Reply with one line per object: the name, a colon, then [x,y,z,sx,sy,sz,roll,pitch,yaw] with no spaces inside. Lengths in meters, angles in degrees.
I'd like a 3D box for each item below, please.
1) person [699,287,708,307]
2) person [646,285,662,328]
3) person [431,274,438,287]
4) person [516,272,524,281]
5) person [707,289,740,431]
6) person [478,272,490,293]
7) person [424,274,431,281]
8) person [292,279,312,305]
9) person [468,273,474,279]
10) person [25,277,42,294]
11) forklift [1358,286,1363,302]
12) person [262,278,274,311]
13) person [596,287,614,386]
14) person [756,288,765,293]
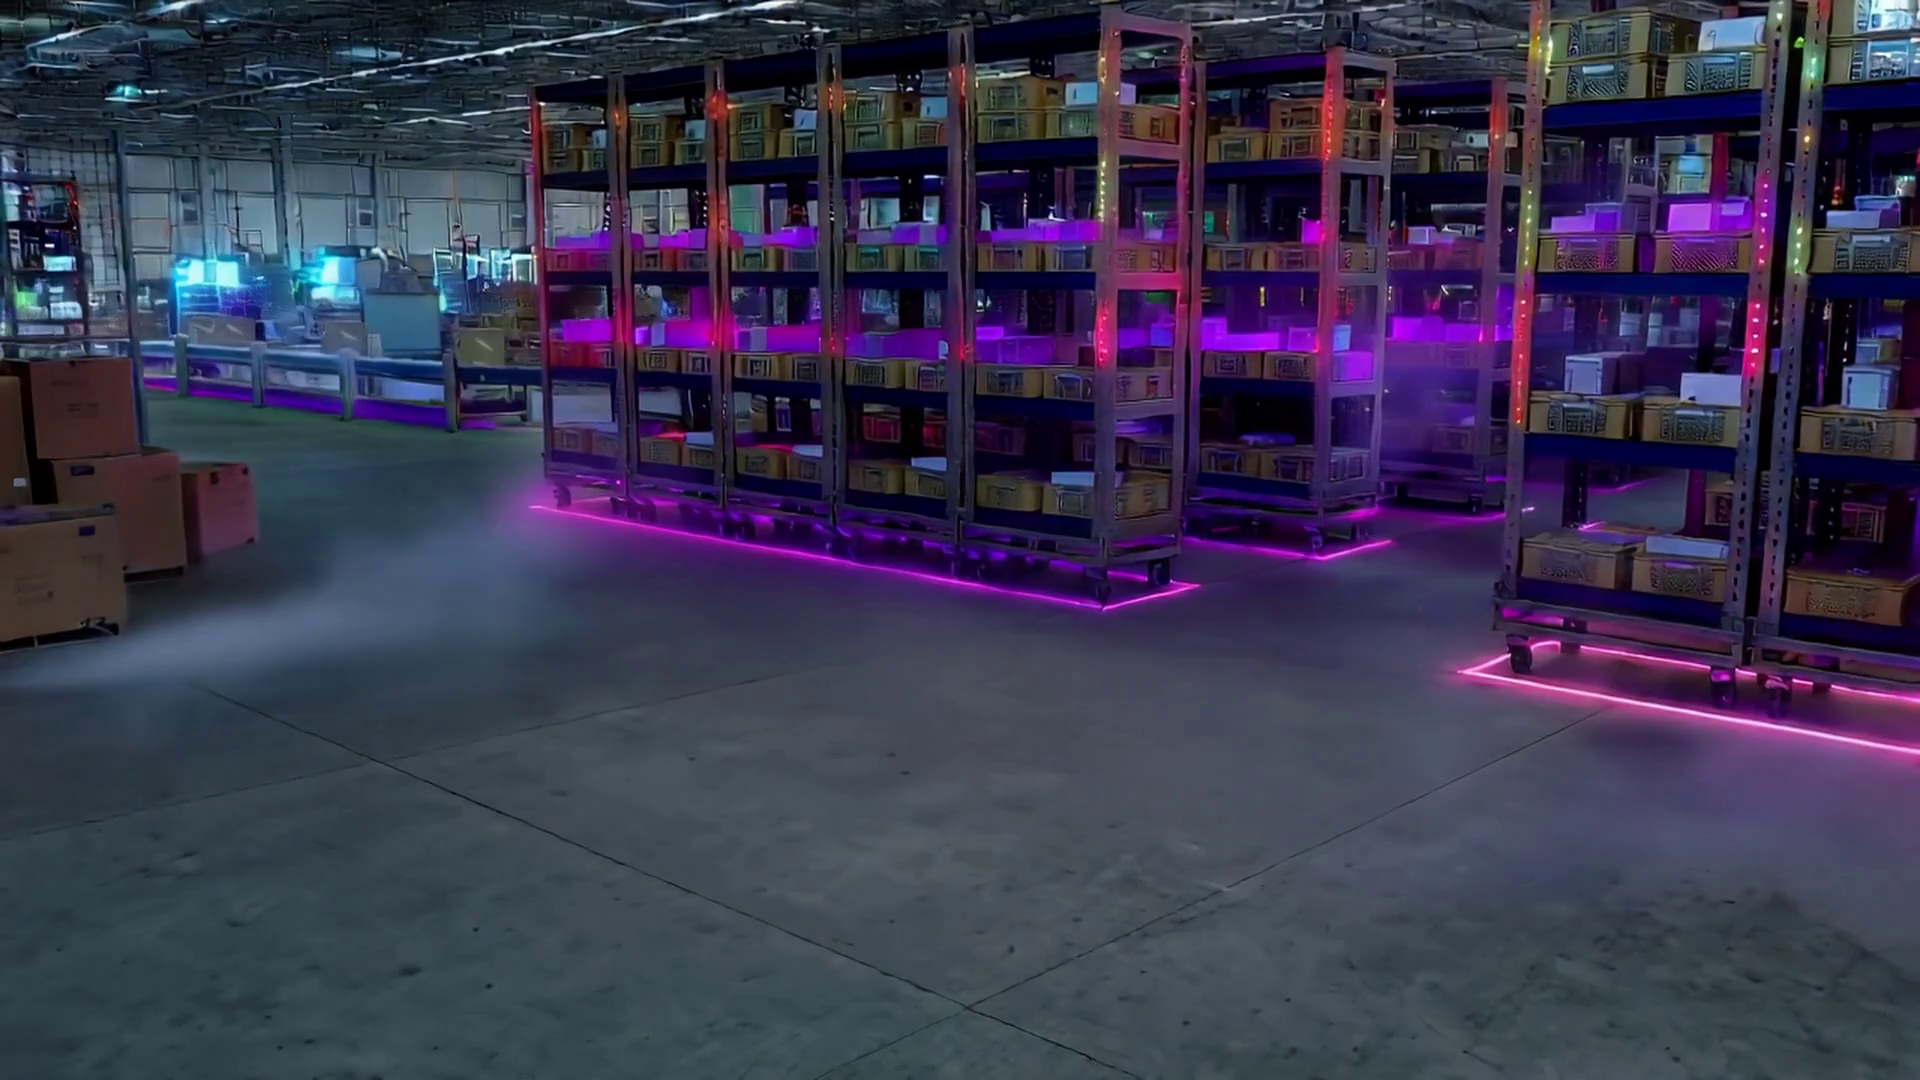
person: [-7.809,-6.946,50.235,0.538,1.663,0.798,-9,13,-43]
person: [-9.823,-7.481,53.104,0.791,1.798,0.622,9,13,43]
person: [-23.522,-11.027,74.700,0.702,1.856,0.523,-3,10,-18]
person: [-25.220,-14.375,95.066,0.554,1.912,0.813,3,10,16]
person: [-2.623,-1.899,18.562,0.411,1.910,0.643,-7,11,-36]
person: [-23.890,-12.465,83.379,0.727,1.891,0.479,-3,10,-20]
person: [-26.983,-12.597,84.425,0.453,1.829,0.628,-4,10,-23]
person: [-24.576,-9.072,62.136,0.690,2.000,0.538,-4,10,-25]
person: [-22.489,-11.374,76.733,0.372,1.901,0.766,6,11,32]
person: [-24.520,-6.121,44.107,0.631,2.025,0.495,6,11,32]
forklift: [11.100,-7.017,46.970,1.873,2.768,1.129,9,13,43]
person: [-26.861,-9.279,64.436,0.815,1.716,0.532,7,12,37]
person: [-6.180,-3.600,29.444,0.523,1.762,0.329,-5,10,-27]
person: [-8.199,-10.182,69.260,0.552,1.934,0.373,2,10,14]
